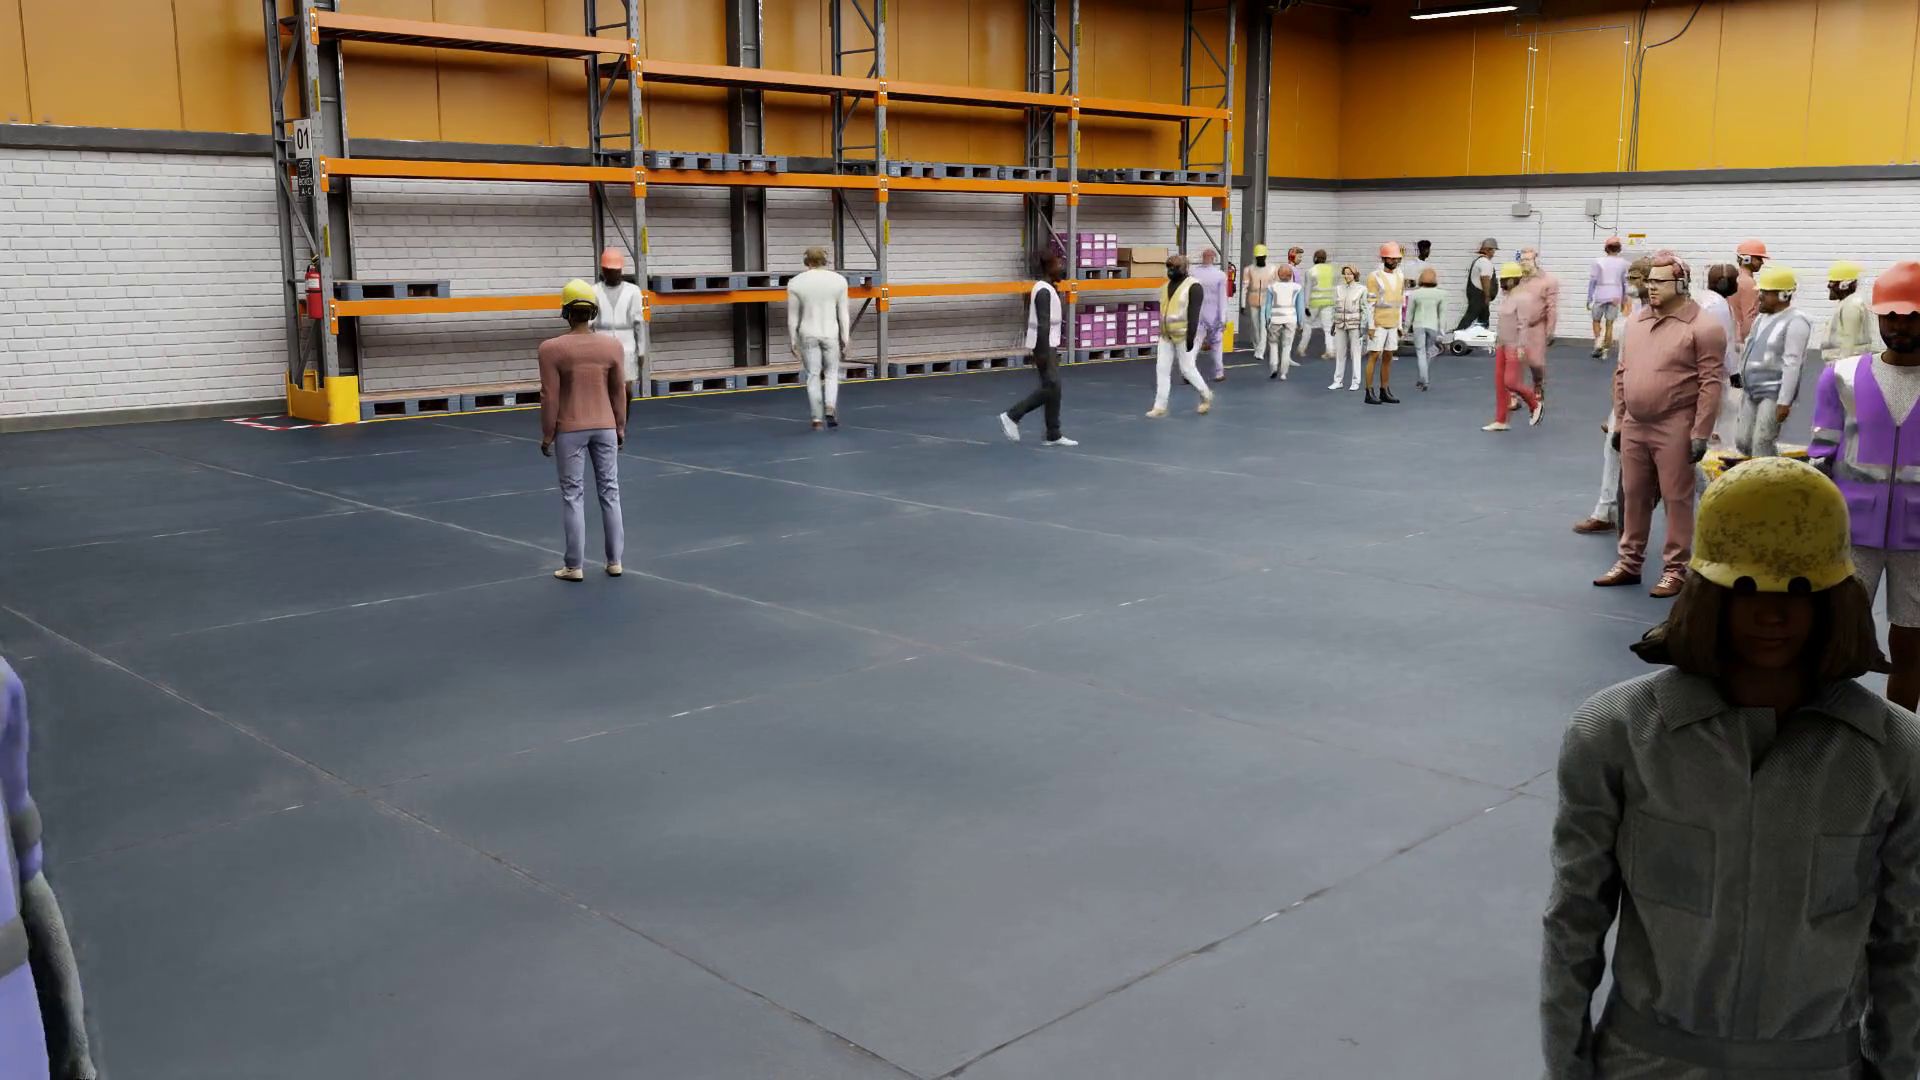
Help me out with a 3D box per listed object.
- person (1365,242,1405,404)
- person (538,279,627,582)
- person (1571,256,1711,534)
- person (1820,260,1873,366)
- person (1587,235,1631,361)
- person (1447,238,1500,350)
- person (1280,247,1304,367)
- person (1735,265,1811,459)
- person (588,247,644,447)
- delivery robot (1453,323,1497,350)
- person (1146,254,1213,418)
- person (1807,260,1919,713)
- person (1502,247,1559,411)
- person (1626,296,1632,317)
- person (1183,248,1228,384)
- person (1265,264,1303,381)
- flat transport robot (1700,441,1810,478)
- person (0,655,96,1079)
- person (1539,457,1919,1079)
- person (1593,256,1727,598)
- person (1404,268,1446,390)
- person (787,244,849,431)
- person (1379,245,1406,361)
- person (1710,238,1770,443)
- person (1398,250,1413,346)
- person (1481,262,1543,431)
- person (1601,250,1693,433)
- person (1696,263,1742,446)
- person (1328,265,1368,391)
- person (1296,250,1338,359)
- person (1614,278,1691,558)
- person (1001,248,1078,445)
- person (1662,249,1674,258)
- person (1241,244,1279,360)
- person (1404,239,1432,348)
[{"bbox_3d":[5.126,-2.599,19.996,0.544,1.939,0.372,-5,12,-26],"label":"person"},{"bbox_3d":[-2.211,-0.637,9.772,0.530,1.768,0.312,-7,12,-33],"label":"person"},{"bbox_3d":[4.722,-0.960,11.195,1.014,1.894,0.644,-1,10,-3],"label":"person"},{"bbox_3d":[7.792,-1.530,14.526,0.586,1.808,0.605,5,12,26],"label":"person"},{"bbox_3d":[10.480,-3.902,26.903,0.648,2.011,0.519,2,11,11],"label":"person"},{"bbox_3d":[9.016,-4.318,29.090,0.937,2.000,0.703,1,10,7],"label":"person"},{"bbox_3d":[5.105,-3.607,25.766,0.390,1.838,0.563,2,11,9],"label":"person"},{"bbox_3d":[5.870,-1.065,11.964,0.561,1.813,0.593,-1,10,-3],"label":"person"},{"bbox_3d":[-3.347,-1.878,16.140,0.557,1.915,0.662,-2,11,-12],"label":"person"},{"bbox_3d":[8.658,-3.397,27.868,0.707,0.478,0.477,6,12,30],"label":"delivery robot"},{"bbox_3d":[2.470,-2.270,18.552,0.800,1.815,0.631,-9,14,-40],"label":"person"},{"bbox_3d":[3.299,-0.018,5.926,0.552,1.935,0.370,6,12,28],"label":"person"},{"bbox_3d":[6.577,-2.442,19.271,0.657,1.888,0.510,6,12,31],"label":"person"},{"bbox_3d":[7.977,-2.331,19.225,0.688,1.673,0.546,-2,11,-11],"label":"person"},{"bbox_3d":[3.357,-3.060,22.773,0.650,1.856,1.006,7,12,32],"label":"person"},{"bbox_3d":[4.527,-3.043,23.264,0.531,1.621,0.408,2,11,8],"label":"person"},{"bbox_3d":[6.697,-0.684,14.102,1.431,0.197,0.652,-7,12,-32],"label":"flat transport robot"},{"bbox_3d":[-1.332,0.745,1.945,0.781,1.879,0.731,0,10,0],"label":"person"},{"bbox_3d":[1.037,0.752,2.256,0.493,1.743,0.295,3,11,15],"label":"person"},{"bbox_3d":[3.930,-0.634,9.366,0.399,1.909,0.642,-6,12,-29],"label":"person"},{"bbox_3d":[6.130,-2.778,21.894,0.508,1.599,0.803,0,10,1],"label":"person"},{"bbox_3d":[-1.471,-2.088,17.215,0.640,1.927,0.430,-2,11,-11],"label":"person"},{"bbox_3d":[6.960,-3.805,26.752,0.614,1.870,0.421,-9,14,-42],"label":"person"},{"bbox_3d":[7.524,-1.899,16.040,0.392,1.990,0.611,1,10,4],"label":"person"},{"bbox_3d":[7.828,-4.321,29.600,0.618,1.858,0.524,-4,11,-21],"label":"person"},{"bbox_3d":[5.720,-1.987,17.147,0.529,1.751,0.540,-2,11,-13],"label":"person"},{"bbox_3d":[6.700,-1.862,16.164,0.681,1.863,0.935,-2,11,-10],"label":"person"},{"bbox_3d":[6.362,-1.460,14.192,0.973,1.798,0.623,3,11,18],"label":"person"},{"bbox_3d":[5.093,-2.779,21.794,0.514,1.641,0.307,9,14,40],"label":"person"},{"bbox_3d":[5.939,-3.890,27.498,0.619,1.789,0.985,-3,11,-14],"label":"person"},{"bbox_3d":[4.343,-0.795,10.477,0.520,1.824,0.431,0,10,-1],"label":"person"},{"bbox_3d":[0.781,-1.837,15.946,0.656,1.901,0.597,1,10,6],"label":"person"},{"bbox_3d":[8.384,-2.531,19.860,0.522,1.854,0.429,9,14,41],"label":"person"},{"bbox_3d":[4.932,-3.912,27.339,0.600,1.880,0.979,3,11,16],"label":"person"},{"bbox_3d":[8.277,-4.405,29.819,0.610,1.938,0.690,-7,13,-35],"label":"person"}]
